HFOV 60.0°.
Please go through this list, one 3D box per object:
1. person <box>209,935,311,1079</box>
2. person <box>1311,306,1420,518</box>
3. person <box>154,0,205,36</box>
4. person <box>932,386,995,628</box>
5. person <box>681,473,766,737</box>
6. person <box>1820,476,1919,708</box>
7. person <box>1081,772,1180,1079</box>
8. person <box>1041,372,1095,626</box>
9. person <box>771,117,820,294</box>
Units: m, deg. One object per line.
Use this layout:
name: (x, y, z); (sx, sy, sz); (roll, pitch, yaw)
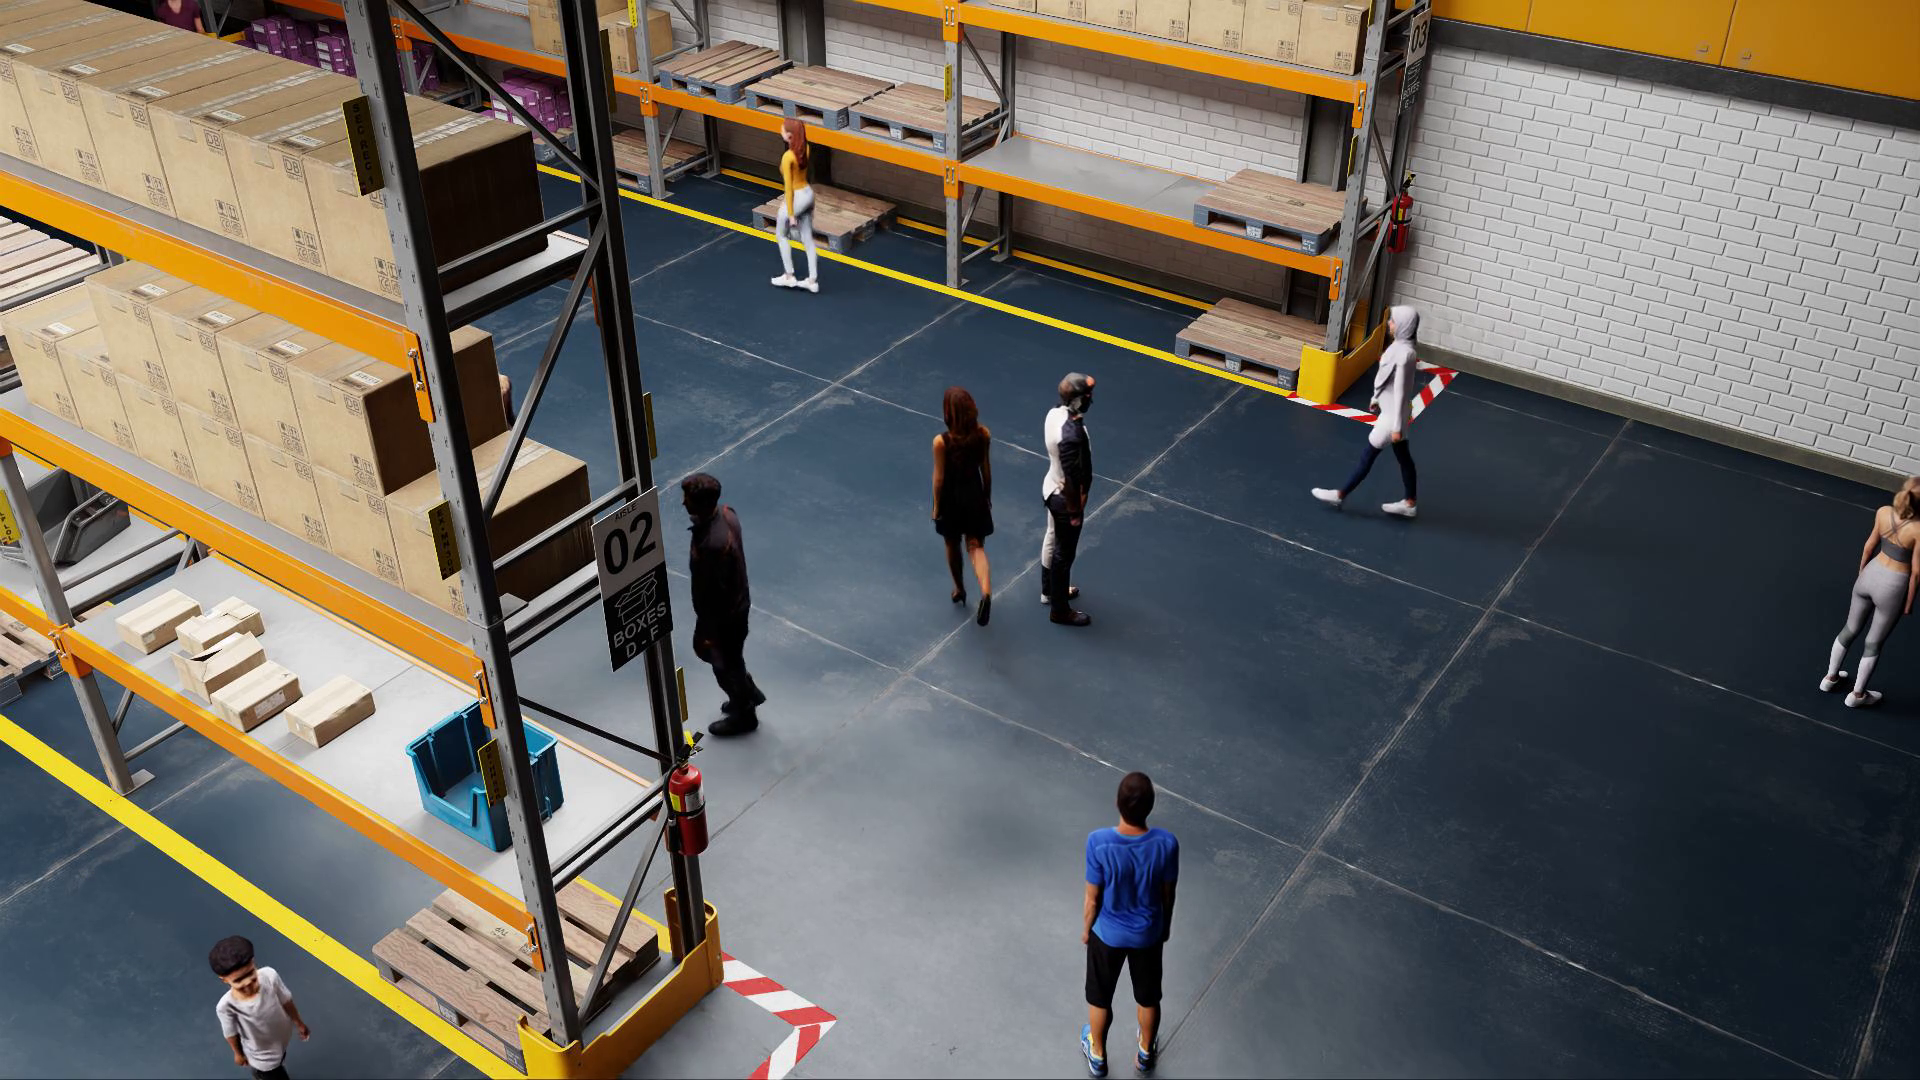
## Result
person: (-3.395, 2.356, 8.056); (0.866, 1.243, 0.491); (22, 39, 29)
person: (3.359, -0.912, 12.524); (1.121, 1.740, 0.834); (10, 35, 15)
person: (-9.209, -5.799, 19.808); (0.960, 1.817, 1.197); (-14, 36, -20)
person: (0.052, -0.162, 11.333); (0.921, 1.811, 1.061); (-12, 35, -17)
person: (-1.396, 0.409, 10.369); (0.905, 1.926, 0.851); (-5, 34, -7)
person: (5.934, 0.319, 10.707); (0.716, 1.701, 0.627); (-15, 37, -22)
person: (0.819, 1.908, 8.166); (0.680, 1.868, 0.763); (-1, 34, -2)
person: (0.720, -0.302, 11.471); (0.819, 1.890, 0.770); (-4, 34, -6)
person: (-1.470, -3.184, 15.948); (0.686, 1.734, 0.567); (21, 39, 29)
